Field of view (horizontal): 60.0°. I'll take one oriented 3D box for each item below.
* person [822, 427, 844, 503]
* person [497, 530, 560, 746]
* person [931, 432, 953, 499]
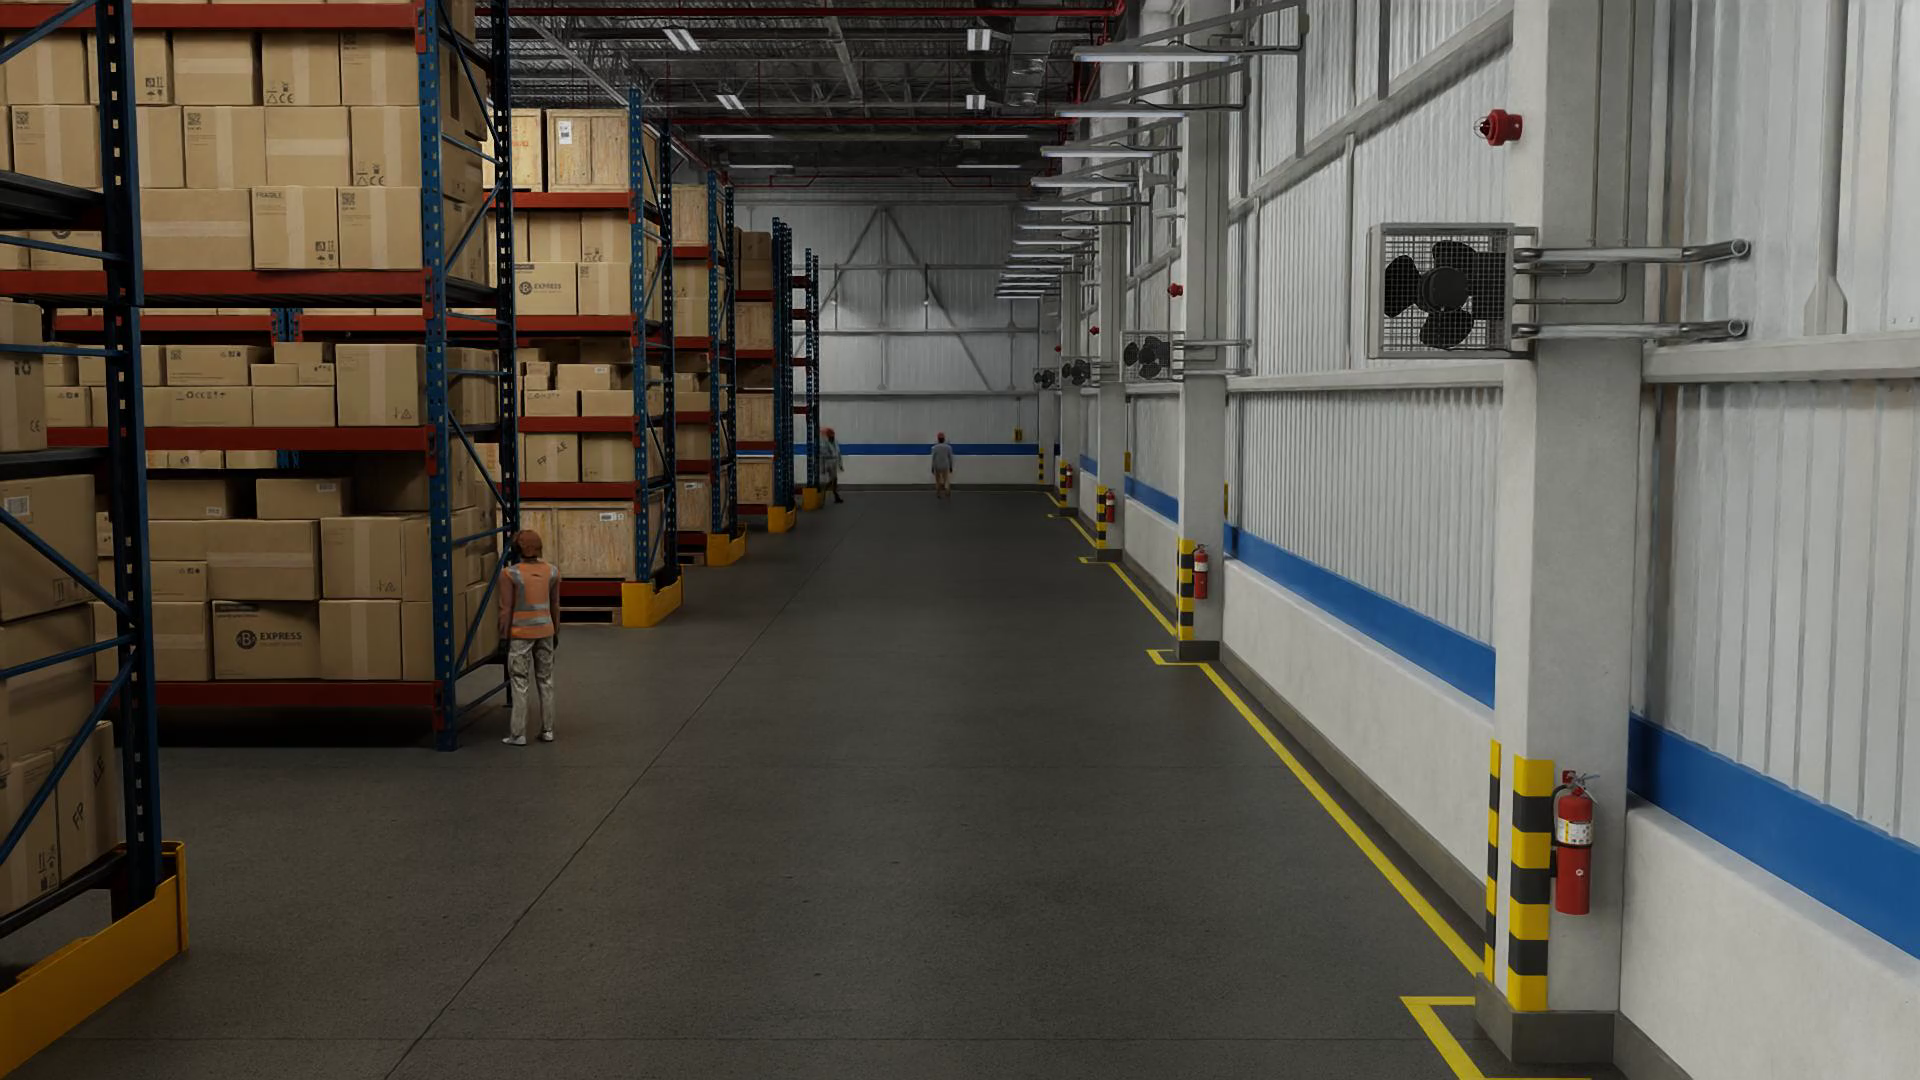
[{"bbox_3d":[-3.225,-1.849,41.204,0.768,1.892,0.596,3,6,34],"label":"person"},{"bbox_3d":[-3.242,0.735,12.550,0.316,1.631,0.521,5,7,43],"label":"person"},{"bbox_3d":[-0.460,-1.912,42.782,0.569,1.733,0.598,-1,5,-12],"label":"person"}]
